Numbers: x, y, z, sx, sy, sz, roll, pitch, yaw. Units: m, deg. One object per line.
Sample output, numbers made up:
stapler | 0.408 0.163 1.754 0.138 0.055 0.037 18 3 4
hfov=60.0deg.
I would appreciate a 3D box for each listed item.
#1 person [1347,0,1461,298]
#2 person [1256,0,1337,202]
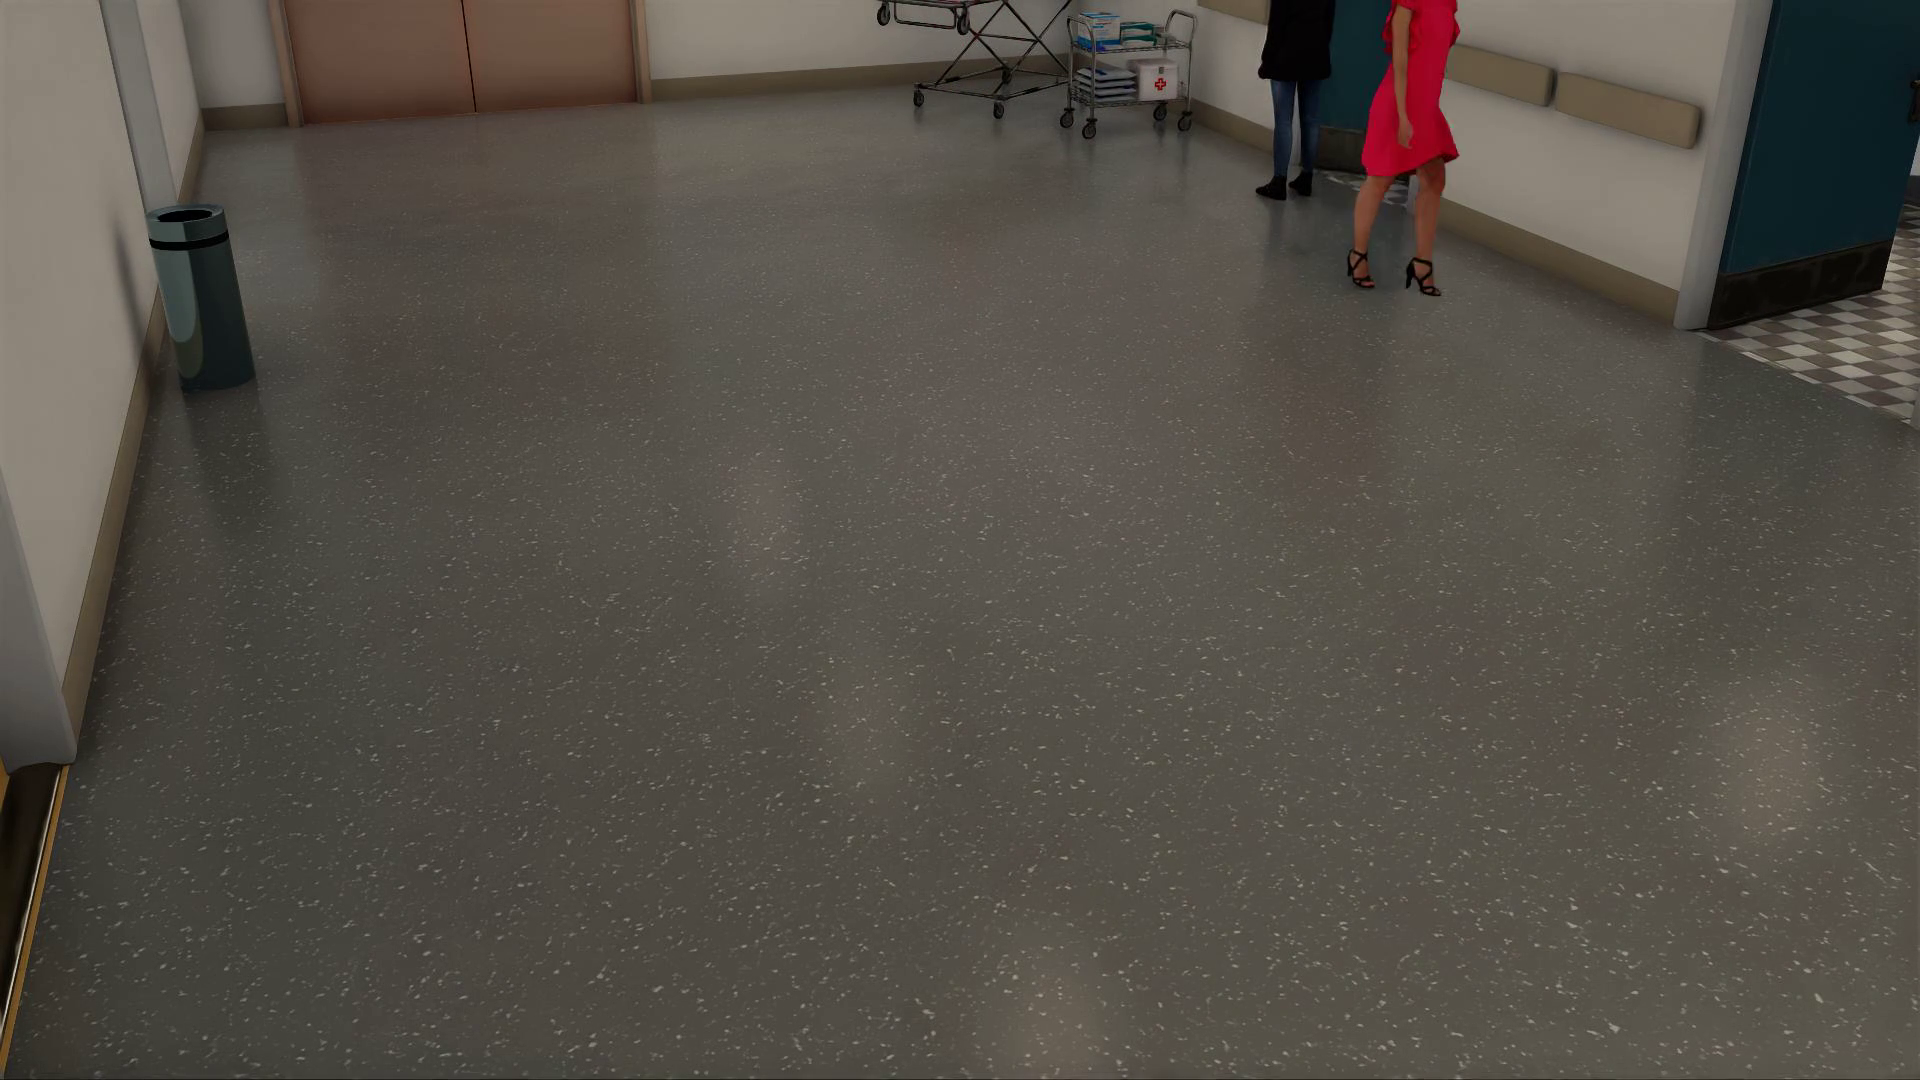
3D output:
person | 2.048 -2.032 7.895 0.663 1.709 0.807 -14 29 -26
person | 1.946 -2.795 9.561 0.641 1.636 0.614 -11 28 -22
